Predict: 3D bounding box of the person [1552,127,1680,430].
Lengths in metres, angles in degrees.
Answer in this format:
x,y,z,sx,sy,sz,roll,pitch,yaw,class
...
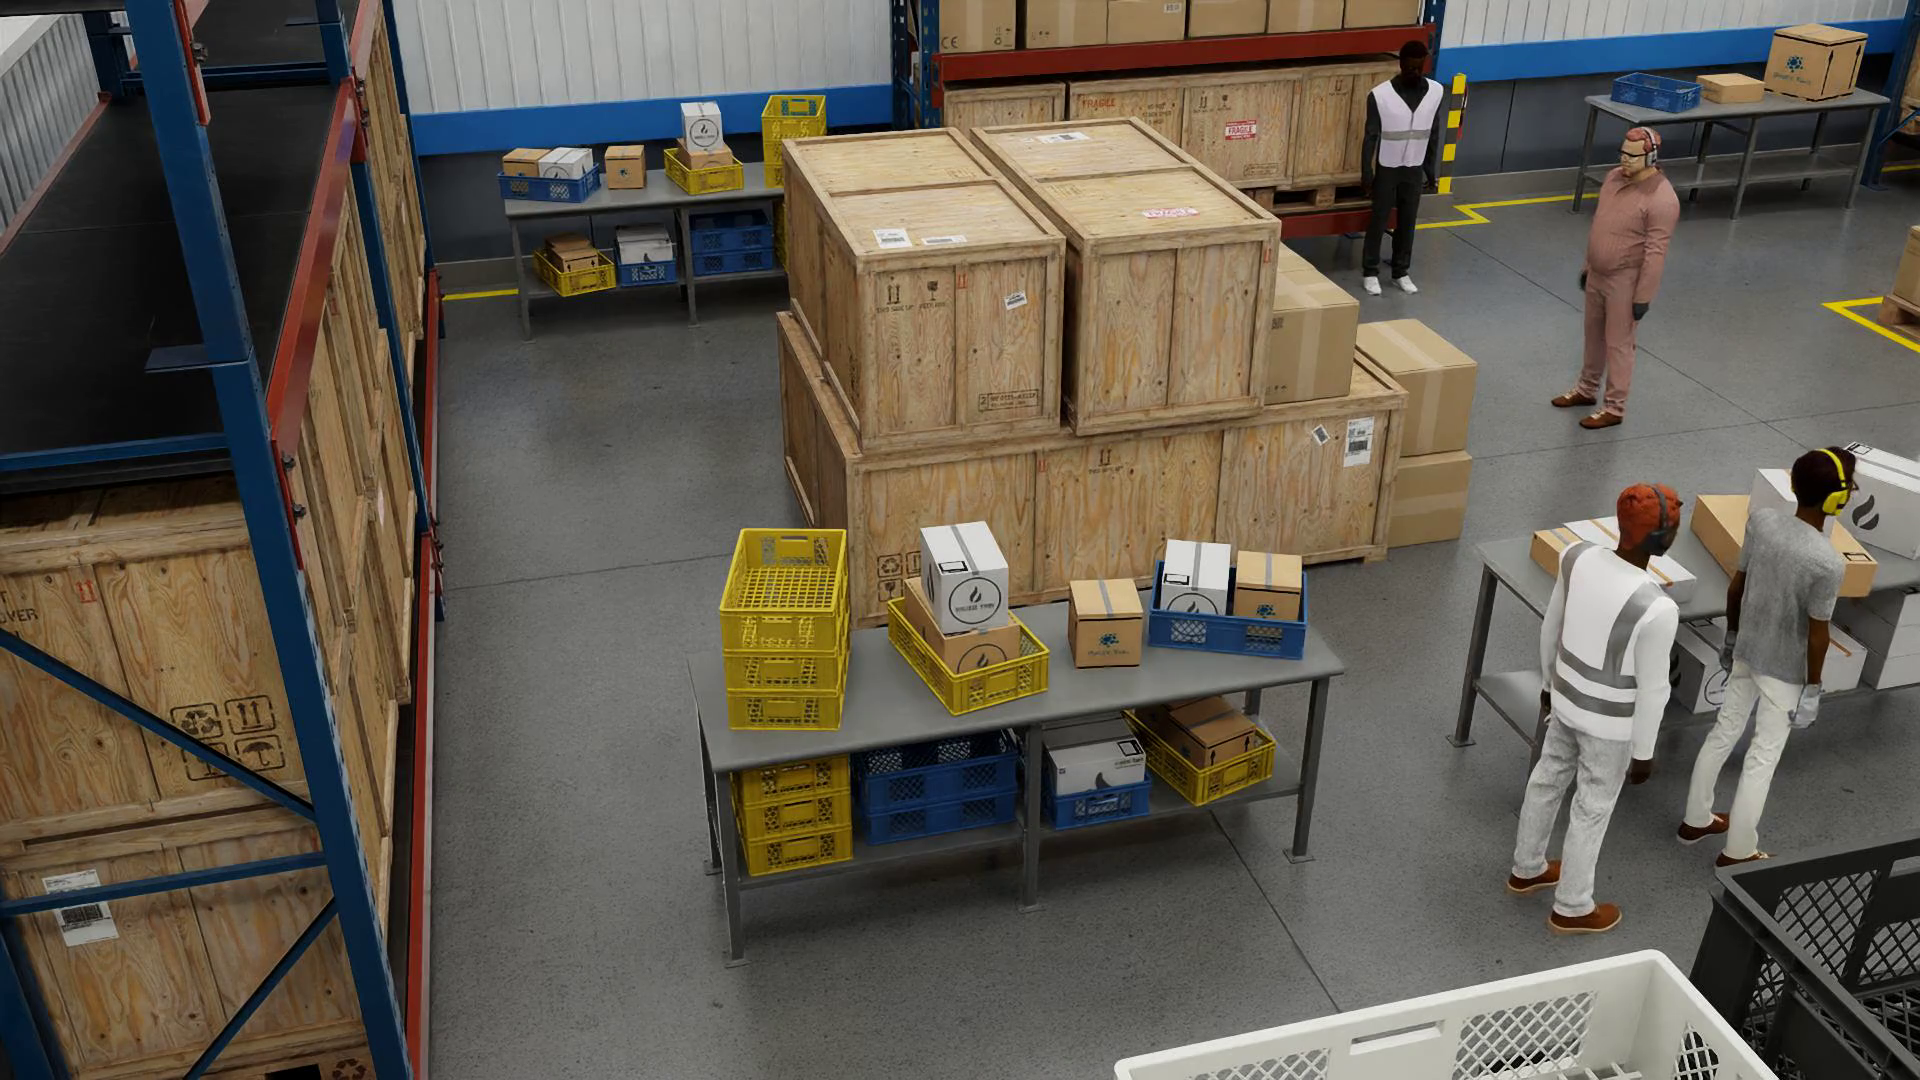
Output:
x,y,z,sx,sy,sz,roll,pitch,yaw,class
4.095,-1.633,10.383,0.403,1.900,0.642,-6,29,-11,person

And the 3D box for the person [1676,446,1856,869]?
x,y,z,sx,sy,sz,roll,pitch,yaw,class
3.209,0.488,6.555,0.329,1.874,0.508,-9,30,-16,person

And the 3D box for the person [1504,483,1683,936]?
x,y,z,sx,sy,sz,roll,pitch,yaw,class
2.397,0.644,6.259,0.337,1.882,0.585,-11,31,-19,person

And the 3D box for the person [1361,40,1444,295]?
x,y,z,sx,sy,sz,roll,pitch,yaw,class
3.277,-2.789,12.471,0.599,1.907,0.398,-6,29,-11,person
